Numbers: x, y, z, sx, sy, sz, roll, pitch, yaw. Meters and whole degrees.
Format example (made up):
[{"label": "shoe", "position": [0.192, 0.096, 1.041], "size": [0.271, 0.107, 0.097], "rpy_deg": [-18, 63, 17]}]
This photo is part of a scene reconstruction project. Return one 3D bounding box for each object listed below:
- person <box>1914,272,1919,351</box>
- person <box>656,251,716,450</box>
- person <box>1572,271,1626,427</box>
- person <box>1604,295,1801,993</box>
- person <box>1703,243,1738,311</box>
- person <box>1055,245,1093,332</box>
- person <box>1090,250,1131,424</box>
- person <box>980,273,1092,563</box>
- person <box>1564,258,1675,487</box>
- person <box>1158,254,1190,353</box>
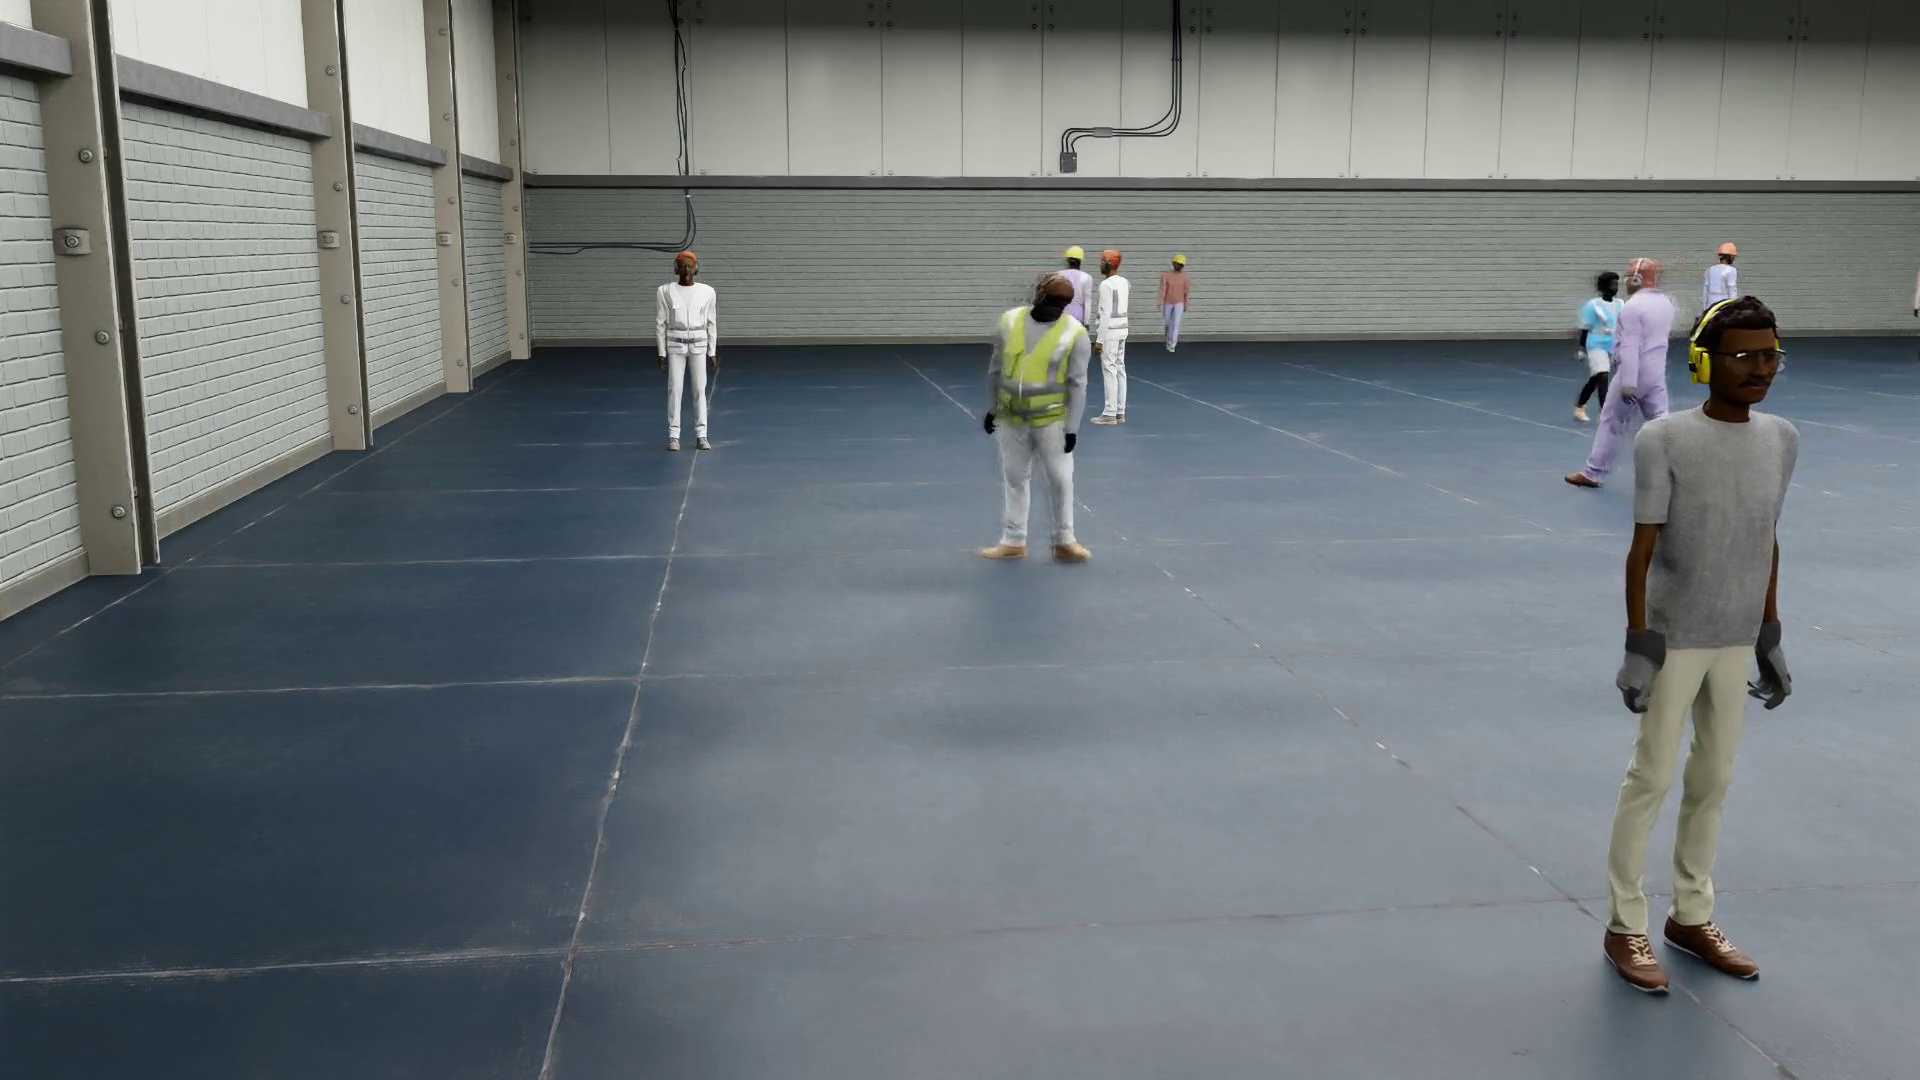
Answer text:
[{"label": "person", "position": [15.911, -3.859, 27.163], "size": [0.865, 1.895, 0.595], "rpy_deg": [-8, 13, -36]}, {"label": "person", "position": [-2.596, -1.793, 15.829], "size": [0.575, 1.885, 0.355], "rpy_deg": [-3, 11, -15]}, {"label": "person", "position": [6.921, -2.065, 17.953], "size": [0.540, 1.655, 0.858], "rpy_deg": [-5, 11, -26]}, {"label": "person", "position": [2.024, 0.281, 4.498], "size": [0.513, 1.872, 0.331], "rpy_deg": [-3, 11, -15]}, {"label": "person", "position": [11.427, -3.475, 24.967], "size": [0.599, 1.933, 0.567], "rpy_deg": [-4, 11, -20]}, {"label": "person", "position": [1.475, -3.000, 22.393], "size": [0.591, 1.911, 0.712], "rpy_deg": [4, 11, 22]}, {"label": "person", "position": [1.632, -2.192, 18.018], "size": [0.355, 1.885, 0.573], "rpy_deg": [6, 12, 30]}, {"label": "person", "position": [0.455, -0.739, 10.304], "size": [0.703, 1.806, 0.432], "rpy_deg": [5, 12, 26]}, {"label": "person", "position": [5.386, -1.298, 13.205], "size": [0.662, 1.858, 0.989], "rpy_deg": [-8, 13, -37]}, {"label": "person", "position": [3.778, -4.178, 29.309], "size": [0.540, 1.730, 0.733], "rpy_deg": [2, 10, 9]}]
